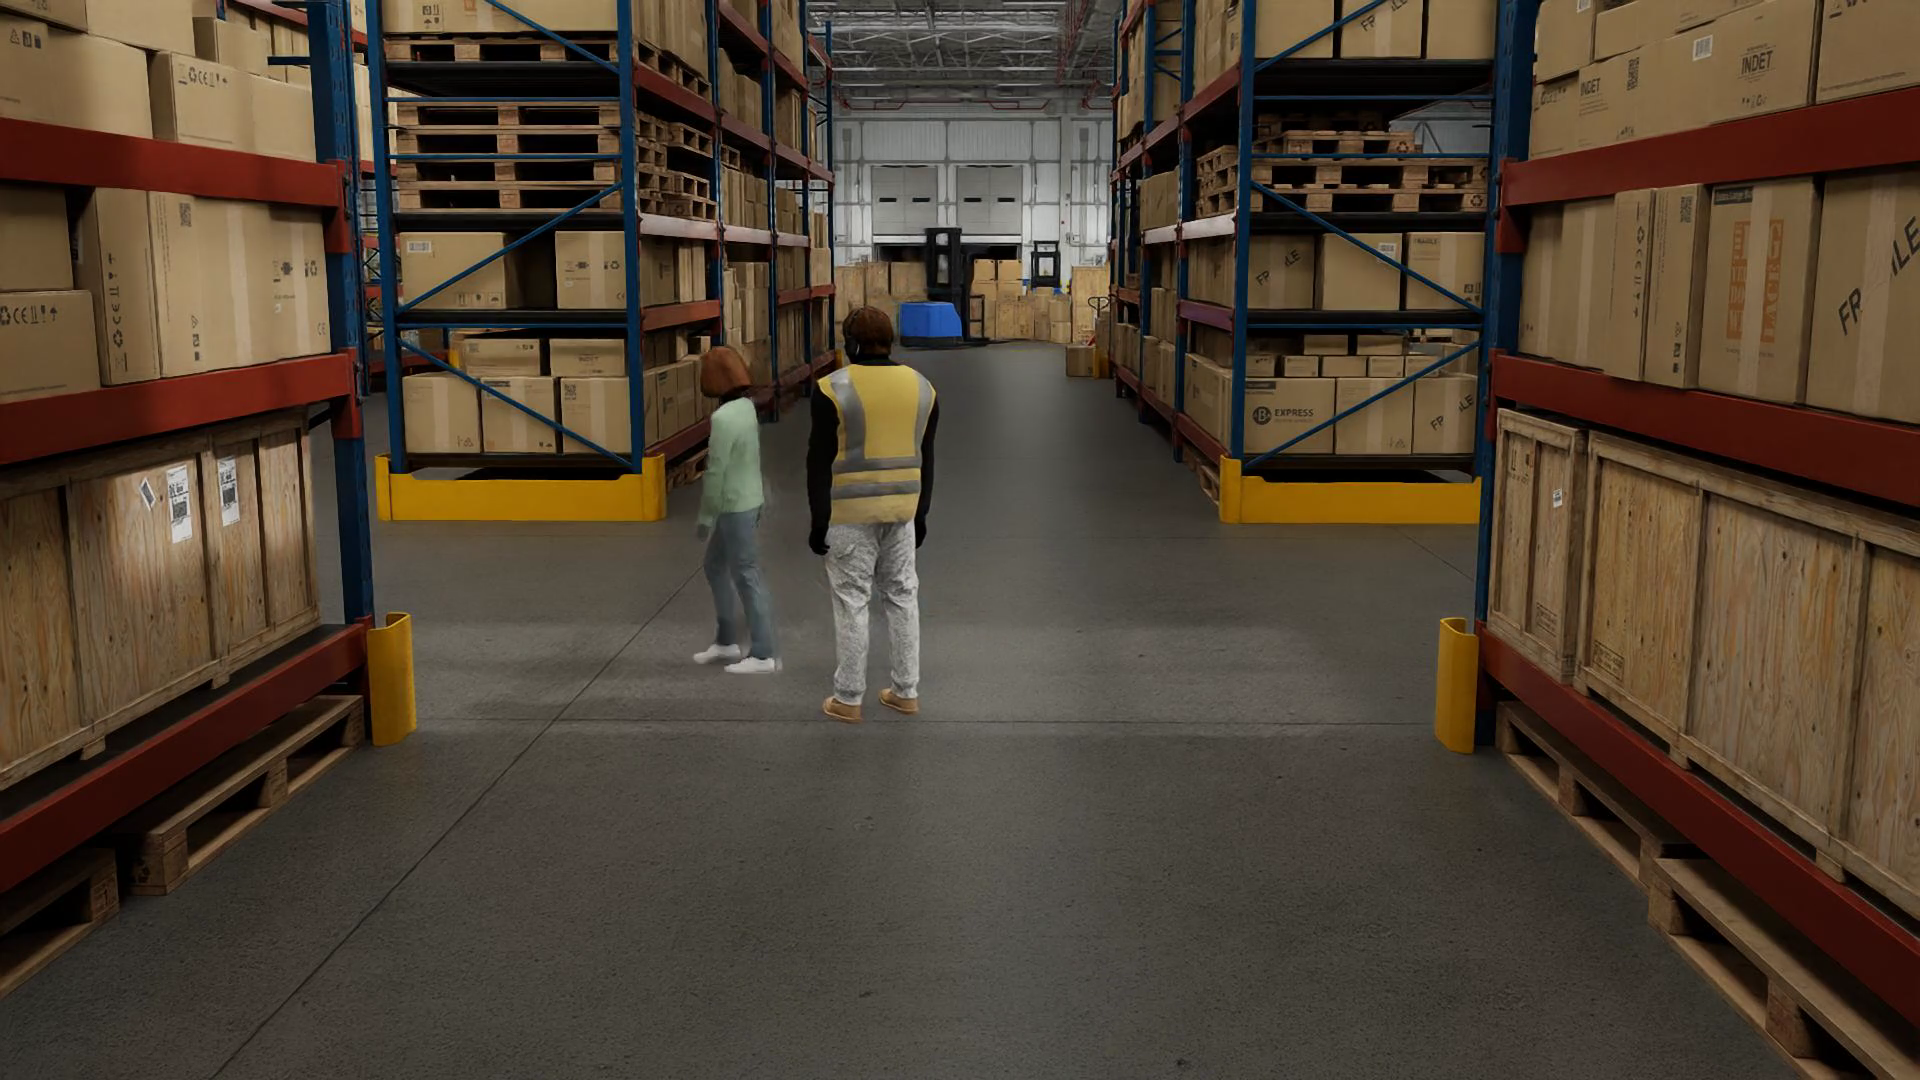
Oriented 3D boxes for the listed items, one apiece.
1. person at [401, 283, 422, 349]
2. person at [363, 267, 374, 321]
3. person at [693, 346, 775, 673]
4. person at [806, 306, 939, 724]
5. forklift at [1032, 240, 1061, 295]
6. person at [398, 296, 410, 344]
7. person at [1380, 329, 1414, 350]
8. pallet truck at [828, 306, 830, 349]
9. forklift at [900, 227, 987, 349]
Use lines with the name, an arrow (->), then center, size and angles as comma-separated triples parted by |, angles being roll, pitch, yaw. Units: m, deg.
person -> -11.369, -4.717, 34.650 | 0.371, 1.935, 0.627 | 8, 13, 41
person -> -19.676, -8.070, 54.411 | 0.996, 2.000, 0.689 | -9, 13, -43
person -> -1.175, -0.139, 8.172 | 0.601, 1.612, 0.530 | 1, 10, 7
person -> -0.399, -0.109, 7.364 | 0.619, 1.836, 0.431 | -7, 11, -34
forklift -> 3.176, -9.648, 61.352 | 1.129, 2.768, 1.873 | 0, 9, 1
person -> -11.642, -4.610, 34.995 | 0.518, 1.604, 0.811 | 1, 10, 9
person -> 6.574, -2.996, 25.078 | 0.554, 1.672, 0.611 | 2, 10, 11
pallet truck -> -3.100, -3.940, 29.800 | 1.885, 1.965, 0.823 | 3, 10, 19
forklift -> -0.406, -5.899, 38.896 | 1.873, 2.768, 1.129 | -9, 13, -44
